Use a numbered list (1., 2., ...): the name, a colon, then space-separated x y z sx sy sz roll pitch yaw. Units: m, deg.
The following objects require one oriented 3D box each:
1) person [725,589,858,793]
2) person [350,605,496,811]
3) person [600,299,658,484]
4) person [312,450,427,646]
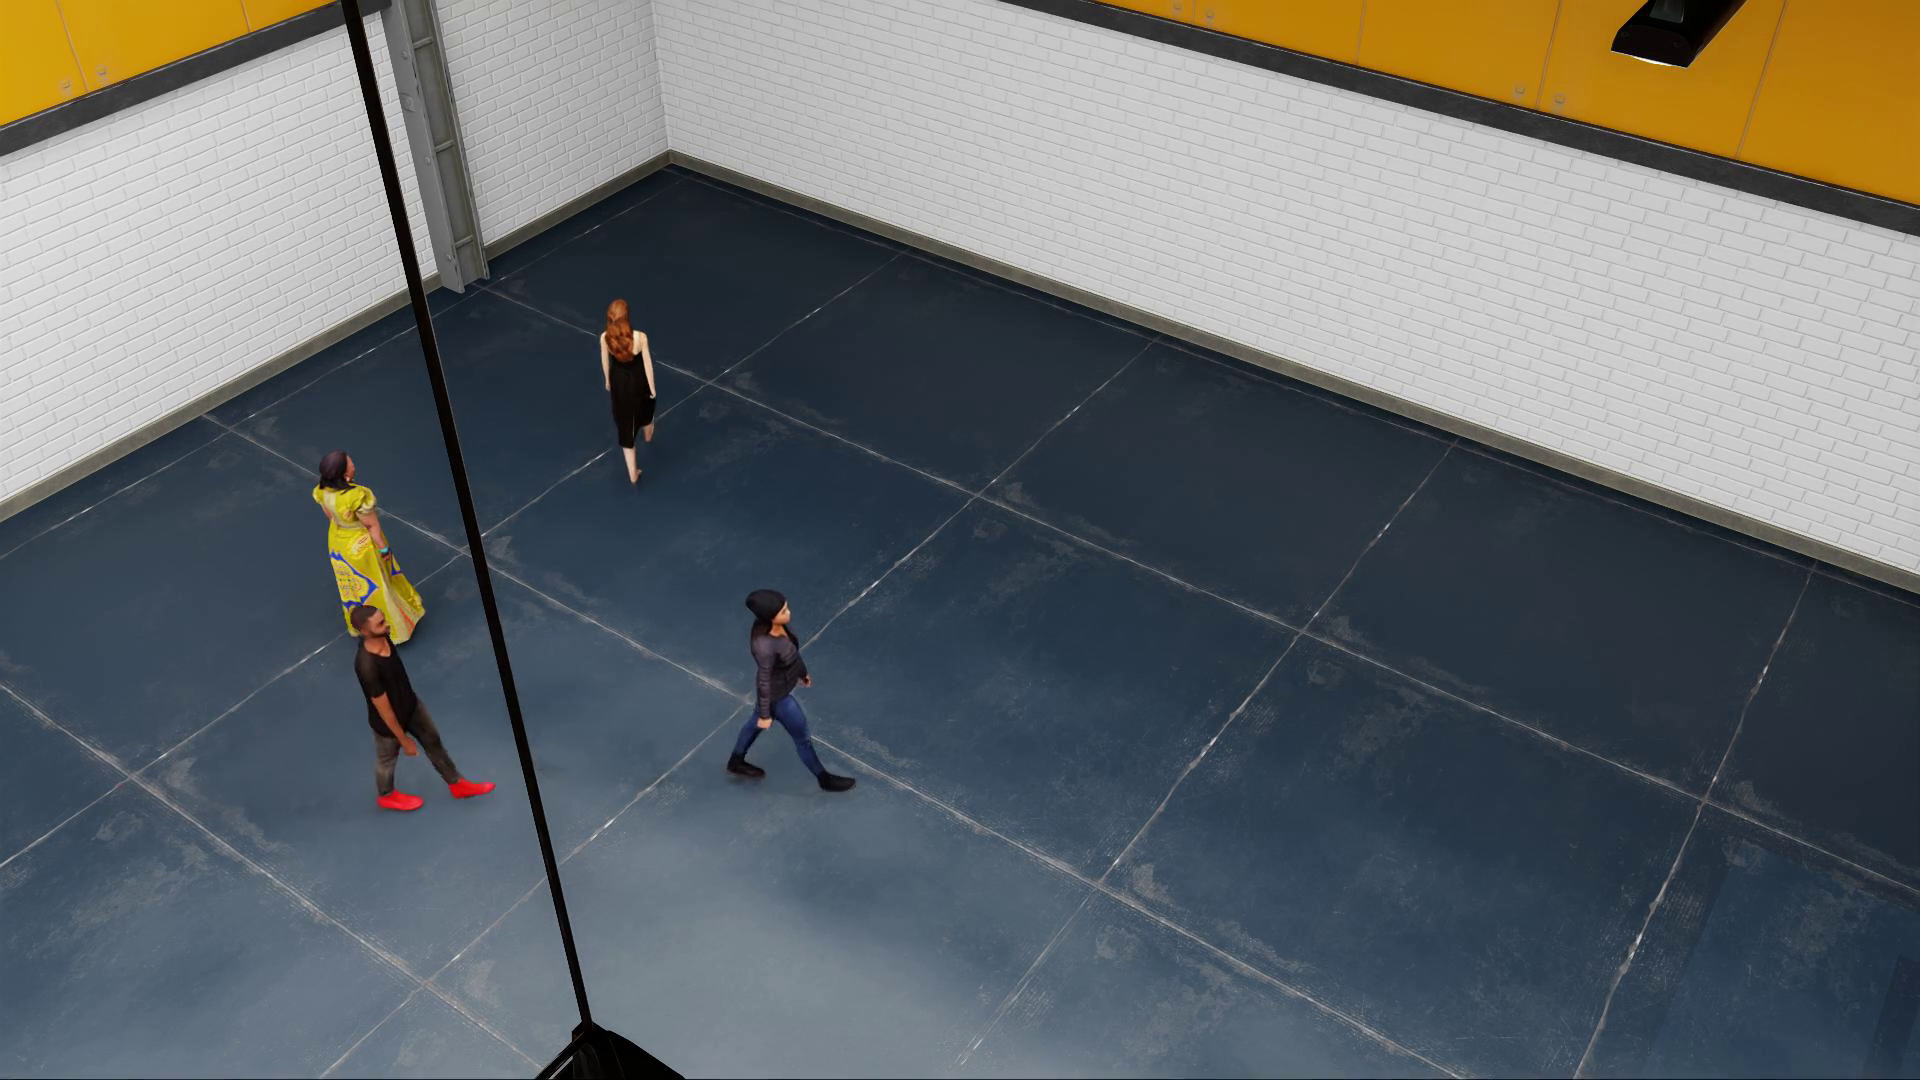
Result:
1. person: -1.294 1.009 10.886 1.094 1.698 1.172 2 39 3
2. person: -3.737 1.120 10.686 1.076 1.775 1.069 -1 39 -1
3. person: -2.745 -1.209 13.762 1.031 1.575 1.166 -2 39 -2
4. person: -4.374 0.043 12.126 0.886 1.660 0.813 18 42 21
